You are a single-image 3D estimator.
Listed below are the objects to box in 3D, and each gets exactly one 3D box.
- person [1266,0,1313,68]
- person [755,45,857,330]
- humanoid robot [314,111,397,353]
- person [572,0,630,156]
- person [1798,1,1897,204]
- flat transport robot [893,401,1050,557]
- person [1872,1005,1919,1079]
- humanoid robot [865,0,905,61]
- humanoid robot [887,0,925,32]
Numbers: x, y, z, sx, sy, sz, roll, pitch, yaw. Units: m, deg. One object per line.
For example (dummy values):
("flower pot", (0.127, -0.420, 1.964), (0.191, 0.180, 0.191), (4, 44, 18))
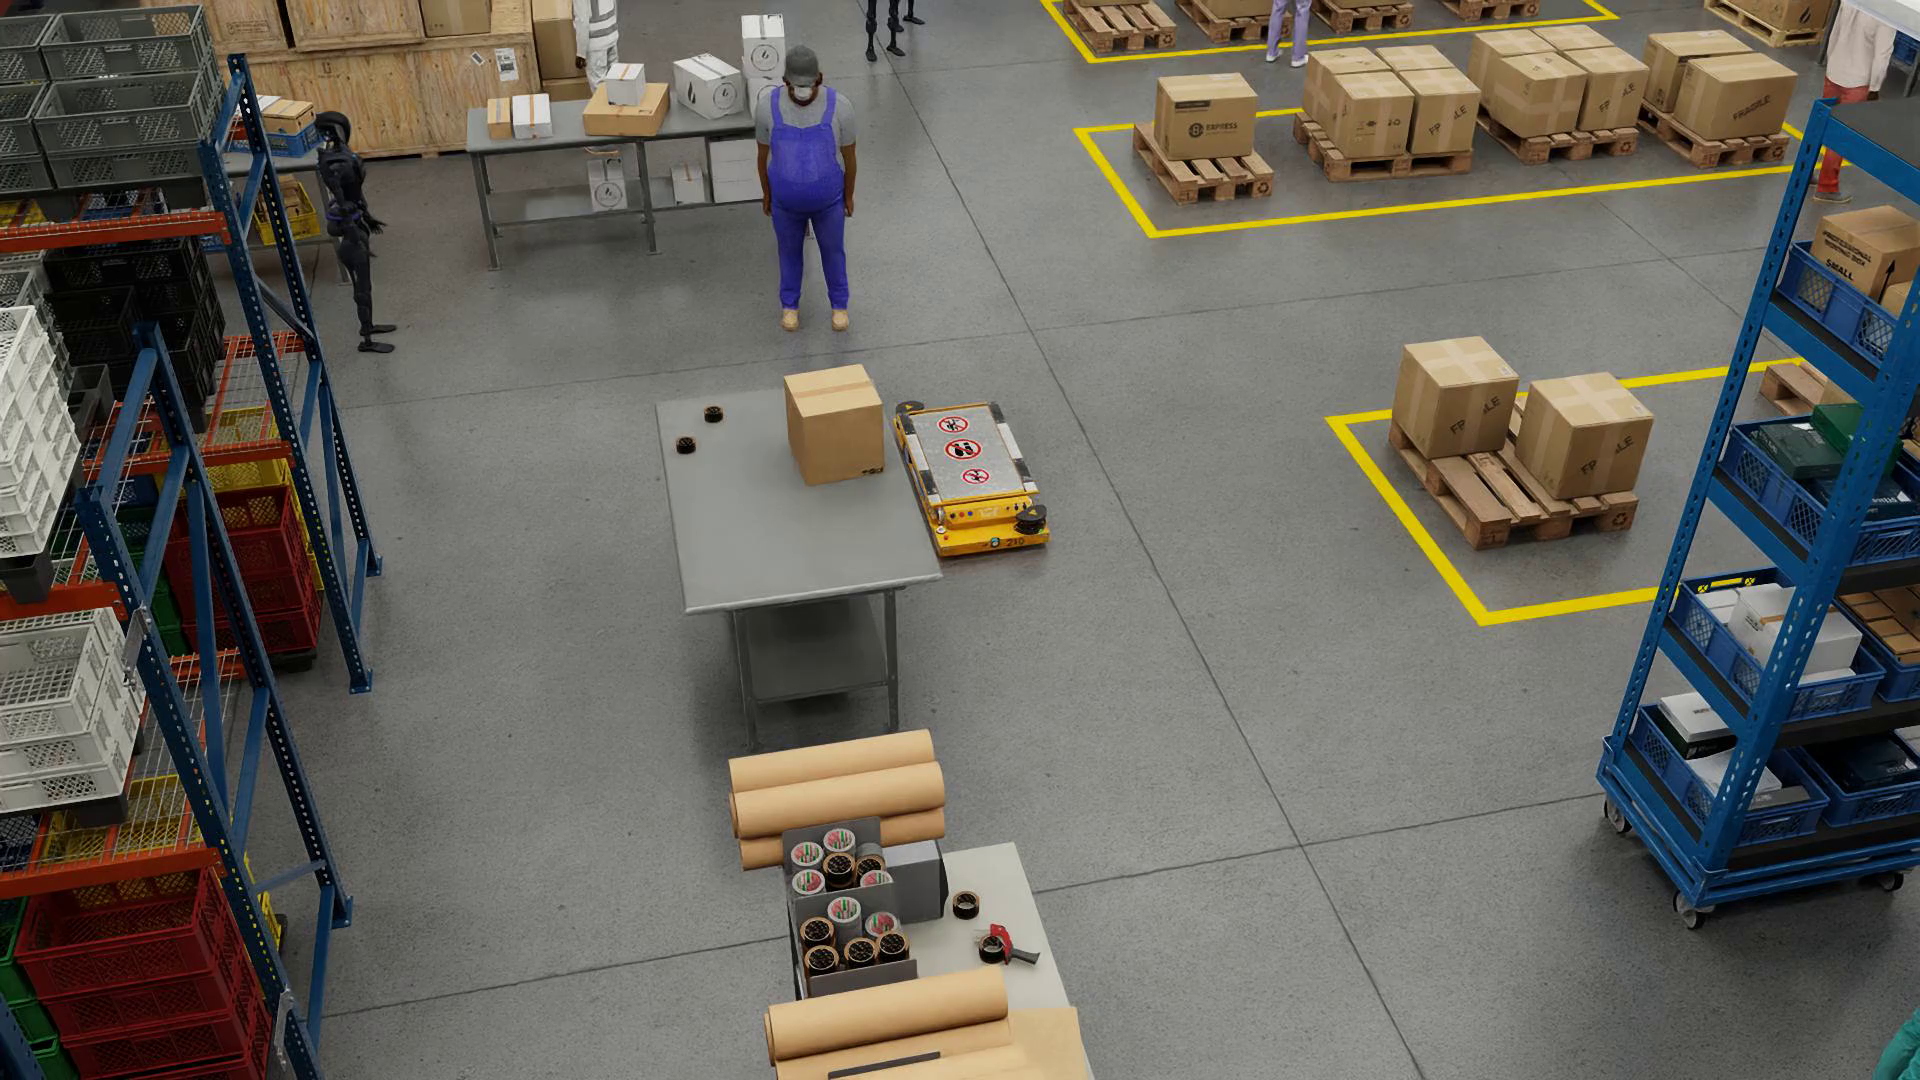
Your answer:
("person", (3.135, -5.357, 15.377), (0.581, 1.918, 0.402), (18, 40, 23))
("person", (-1.034, -2.361, 11.244), (0.679, 2.000, 0.536), (1, 37, 1))
("humanoid robot", (-4.042, -2.076, 11.152), (0.330, 1.657, 0.600), (-6, 37, -8))
("person", (-3.001, -4.116, 13.734), (0.356, 1.882, 0.574), (12, 38, 16))
("person", (6.972, -3.619, 12.971), (0.376, 1.997, 0.610), (-8, 37, -11))
("flat transport robot", (0.046, -0.430, 10.108), (0.652, 0.197, 1.431), (-8, 37, -10))
("person", (3.694, 1.666, 6.059), (0.309, 1.768, 0.521), (15, 39, 19))
("humanoid robot", (-0.698, -5.333, 15.529), (0.601, 1.658, 0.324), (-16, 39, -20))
("humanoid robot", (-0.527, -5.833, 16.200), (0.312, 1.660, 0.608), (30, 46, 34))
